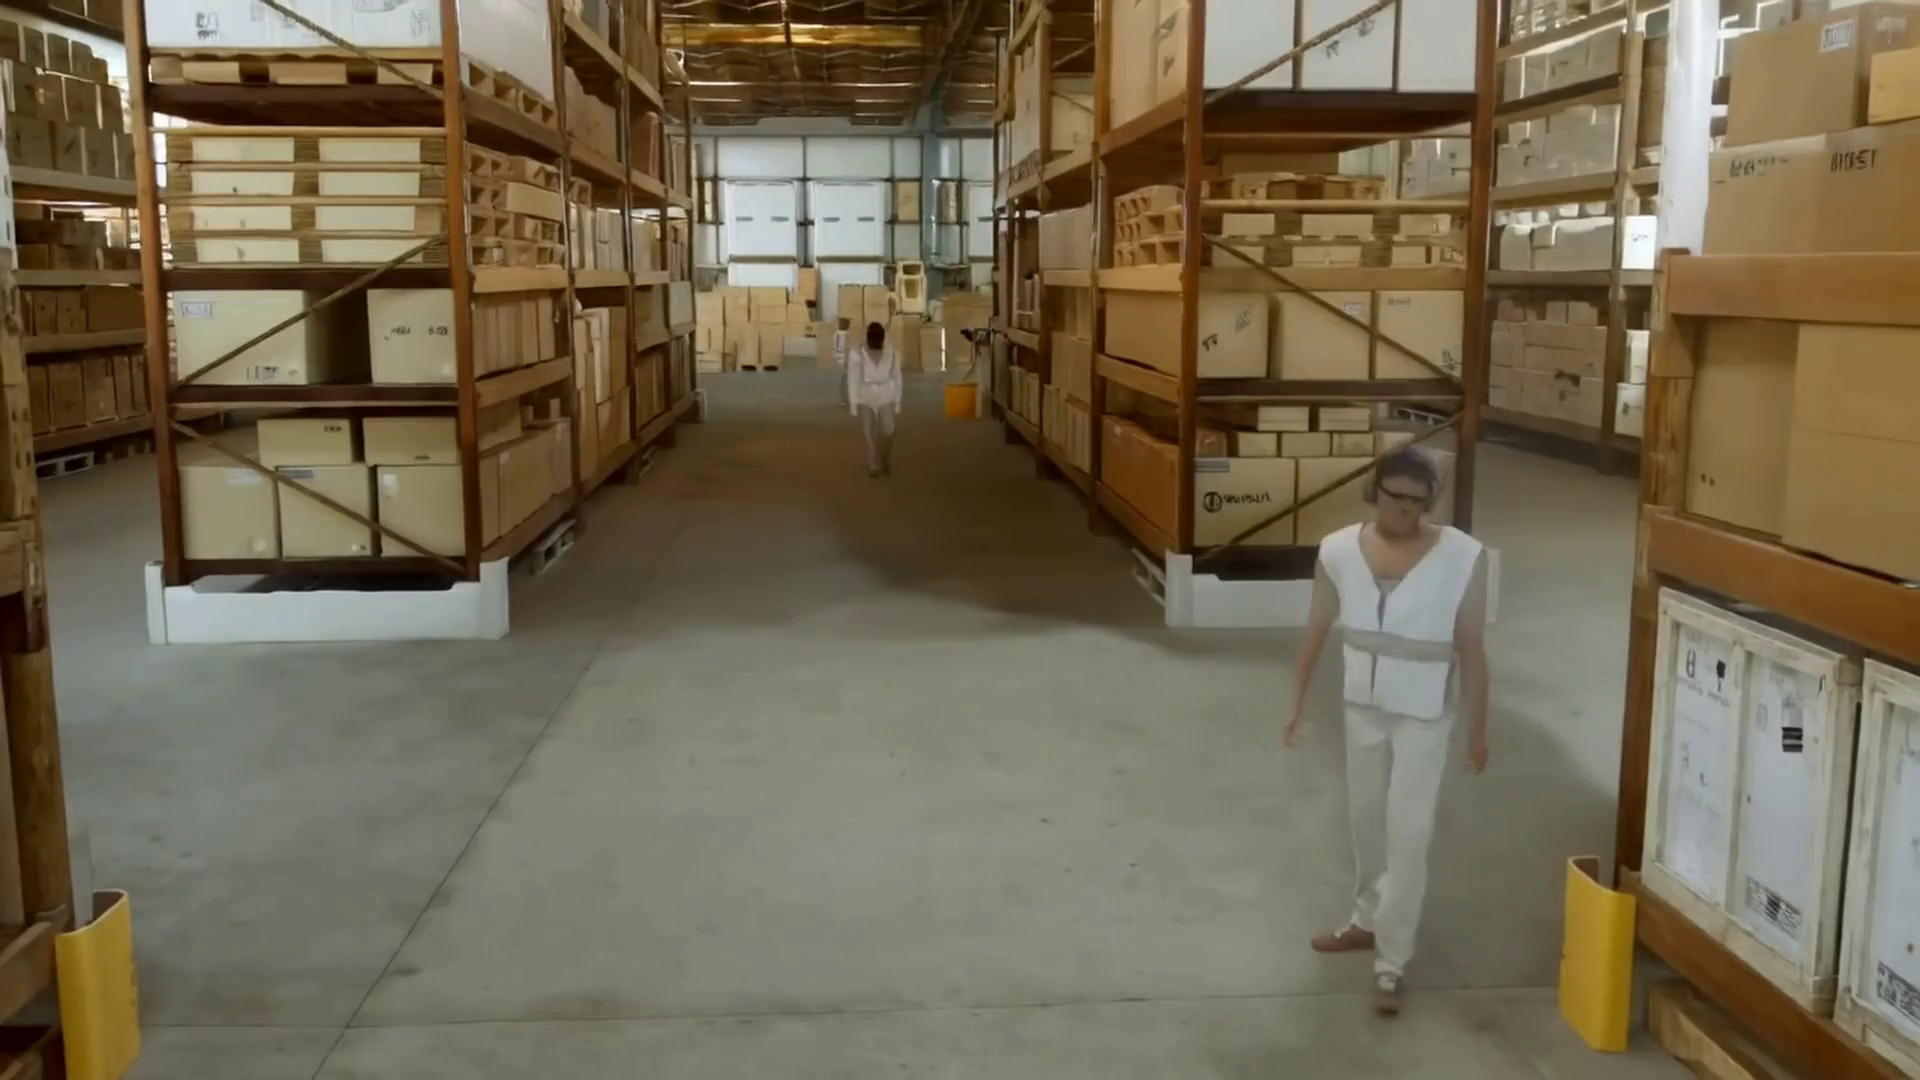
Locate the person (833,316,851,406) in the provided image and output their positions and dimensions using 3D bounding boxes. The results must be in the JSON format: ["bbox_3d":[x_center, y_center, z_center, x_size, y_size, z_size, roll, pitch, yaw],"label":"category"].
[{"bbox_3d":[-2.077,-3.225,29.973,0.421,1.621,0.536,-2,9,-11],"label":"person"}]

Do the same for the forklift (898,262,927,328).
[{"bbox_3d":[-1.725,-8.419,58.697,1.129,2.768,1.873,-1,9,-4],"label":"forklift"}]

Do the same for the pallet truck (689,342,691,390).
[{"bbox_3d":[-5.225,-3.008,27.480,1.885,1.965,0.823,2,9,14],"label":"pallet truck"}]

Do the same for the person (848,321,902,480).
[{"bbox_3d":[-0.977,-1.608,19.204,0.639,1.829,0.432,-2,9,-10],"label":"person"}]

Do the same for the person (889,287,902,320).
[{"bbox_3d":[-2.312,-7.829,57.977,0.636,1.931,0.376,3,10,21],"label":"person"}]

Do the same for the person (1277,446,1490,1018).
[{"bbox_3d":[1.342,0.596,5.446,0.659,1.804,0.739,7,12,39],"label":"person"}]
